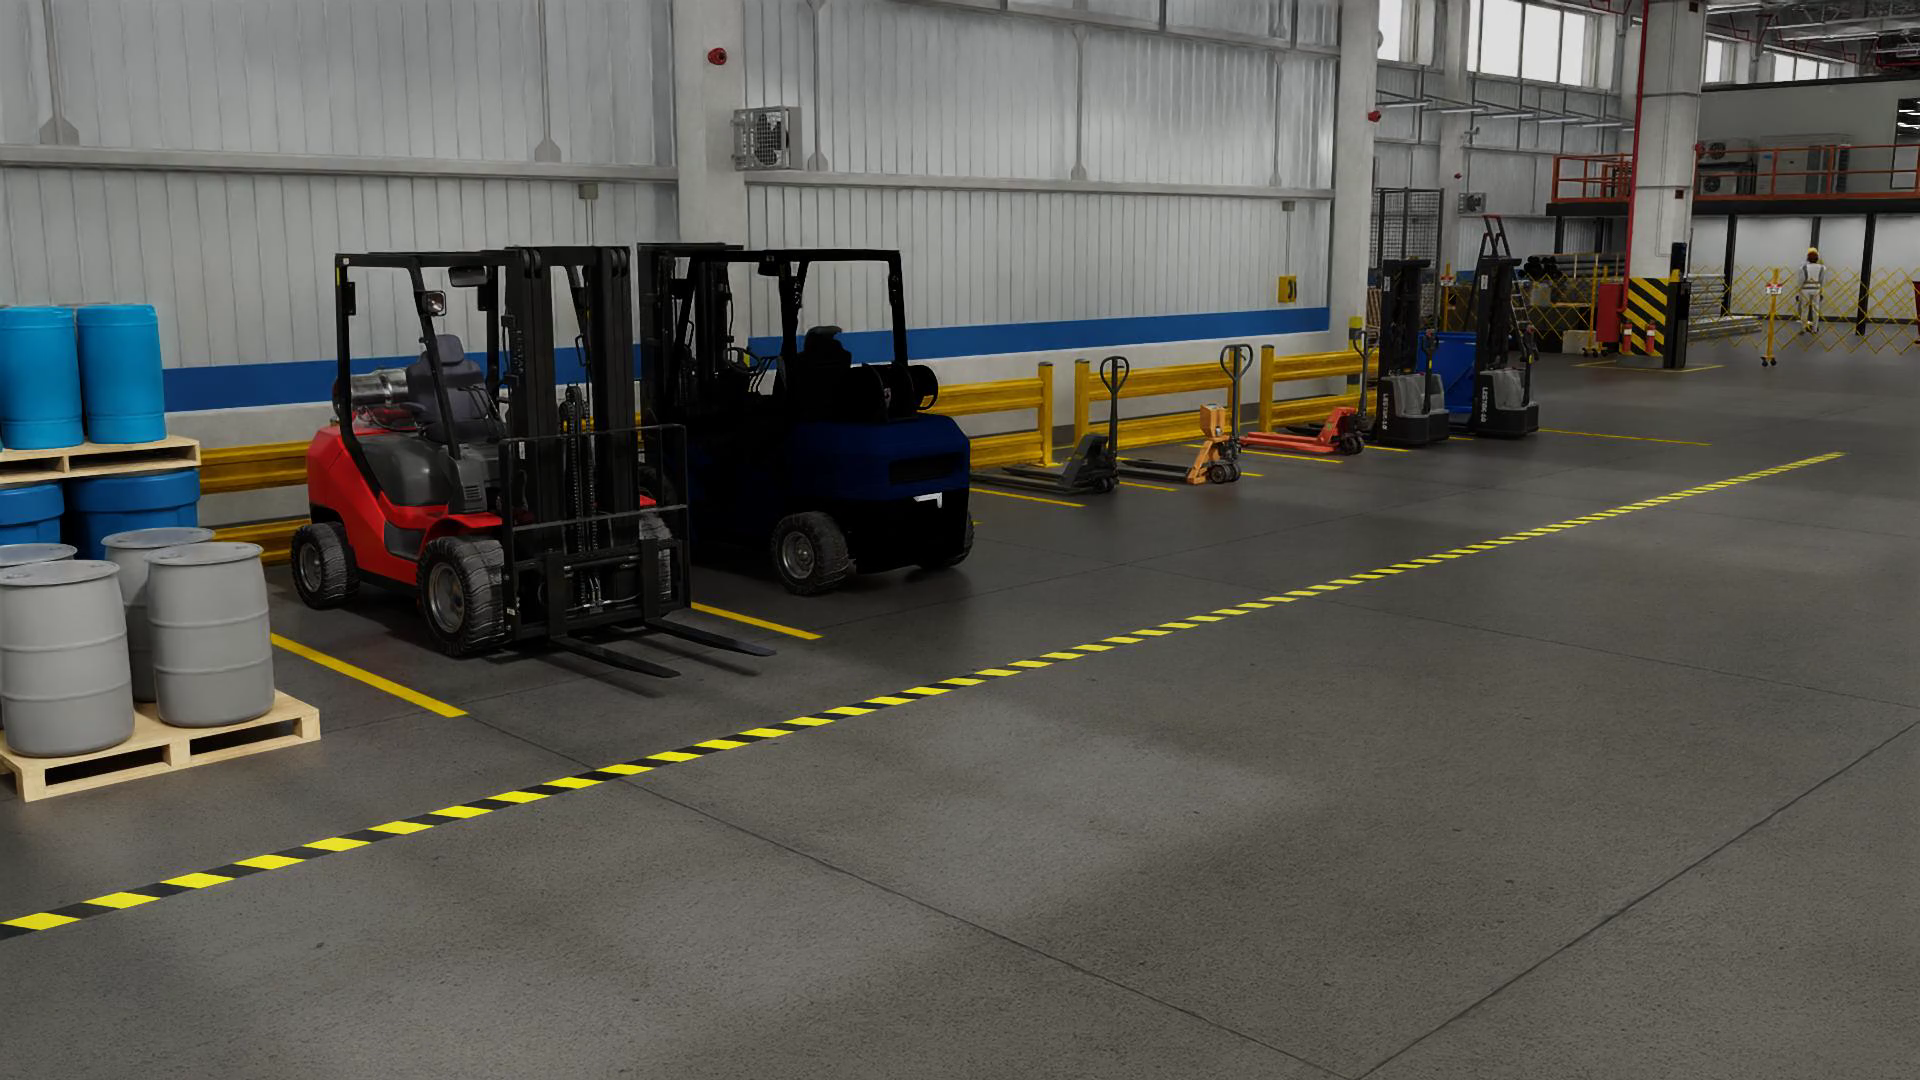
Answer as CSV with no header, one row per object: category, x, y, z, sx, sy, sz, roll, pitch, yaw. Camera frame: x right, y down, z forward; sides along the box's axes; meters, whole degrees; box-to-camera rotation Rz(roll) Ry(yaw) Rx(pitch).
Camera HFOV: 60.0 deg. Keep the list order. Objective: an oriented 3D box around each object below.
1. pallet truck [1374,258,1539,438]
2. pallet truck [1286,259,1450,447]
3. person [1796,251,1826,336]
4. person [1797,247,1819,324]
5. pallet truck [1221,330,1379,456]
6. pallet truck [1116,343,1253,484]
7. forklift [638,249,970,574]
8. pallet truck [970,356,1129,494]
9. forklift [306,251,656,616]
pallet truck,5.704,-2.208,18.901,1.885,1.965,0.823,10,14,43
pallet truck,4.493,-2.078,18.196,0.823,1.965,1.885,-9,14,-40
person,19.062,-5.522,37.280,0.573,1.885,0.356,2,11,11
person,21.557,-6.462,42.290,0.388,1.927,0.589,3,11,14
pallet truck,3.563,-1.581,17.381,0.653,1.274,1.630,-10,14,-44
pallet truck,1.962,-1.215,15.415,1.522,1.261,0.704,10,14,43
forklift,-1.173,-0.958,11.239,2.680,1.987,1.157,10,14,43
pallet truck,0.784,-1.085,14.876,0.680,1.201,1.601,-10,14,-44
forklift,-2.833,-0.669,9.694,1.157,1.987,2.680,-10,14,-44
